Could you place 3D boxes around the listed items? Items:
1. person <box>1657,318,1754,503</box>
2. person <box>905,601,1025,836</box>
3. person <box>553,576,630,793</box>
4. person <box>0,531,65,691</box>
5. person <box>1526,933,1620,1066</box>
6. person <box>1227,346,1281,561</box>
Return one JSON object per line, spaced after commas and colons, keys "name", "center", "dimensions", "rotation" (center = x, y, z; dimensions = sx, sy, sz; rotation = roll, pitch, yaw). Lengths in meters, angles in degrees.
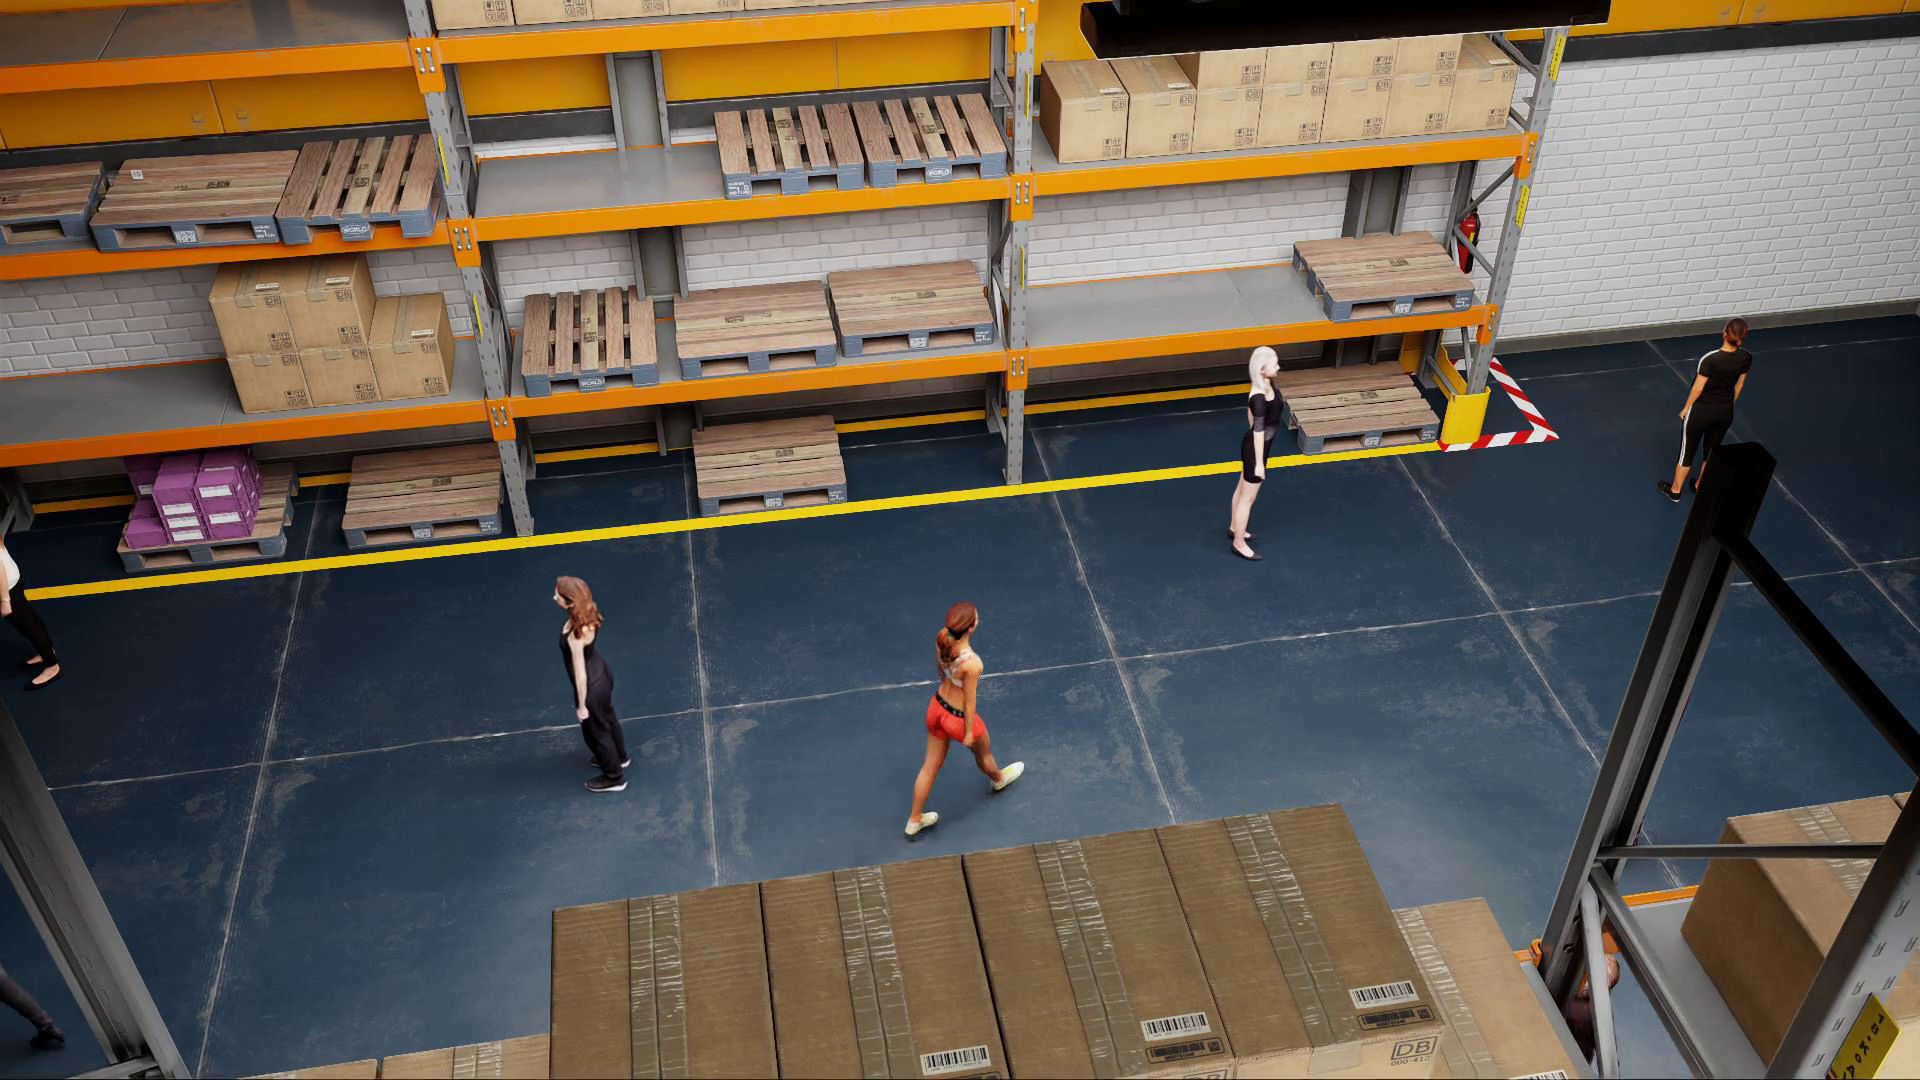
{"name": "person", "center": [5.978, -1.037, 13.243], "dimensions": [0.471, 1.669, 0.645], "rotation": [-4, 39, -5]}
{"name": "person", "center": [-0.106, 1.164, 10.431], "dimensions": [1.232, 1.740, 1.003], "rotation": [-28, 47, -31]}
{"name": "person", "center": [-2.368, 0.922, 10.730], "dimensions": [0.500, 1.744, 0.557], "rotation": [-6, 39, -8]}
{"name": "person", "center": [-6.620, 0.293, 11.538], "dimensions": [0.618, 1.718, 0.641], "rotation": [-20, 43, -24]}
{"name": "person", "center": [3.132, 2.576, 8.602], "dimensions": [0.997, 1.815, 0.824], "rotation": [-1, 39, -1]}
{"name": "person", "center": [2.239, -0.671, 12.656], "dimensions": [0.584, 1.829, 0.632], "rotation": [4, 39, 5]}
